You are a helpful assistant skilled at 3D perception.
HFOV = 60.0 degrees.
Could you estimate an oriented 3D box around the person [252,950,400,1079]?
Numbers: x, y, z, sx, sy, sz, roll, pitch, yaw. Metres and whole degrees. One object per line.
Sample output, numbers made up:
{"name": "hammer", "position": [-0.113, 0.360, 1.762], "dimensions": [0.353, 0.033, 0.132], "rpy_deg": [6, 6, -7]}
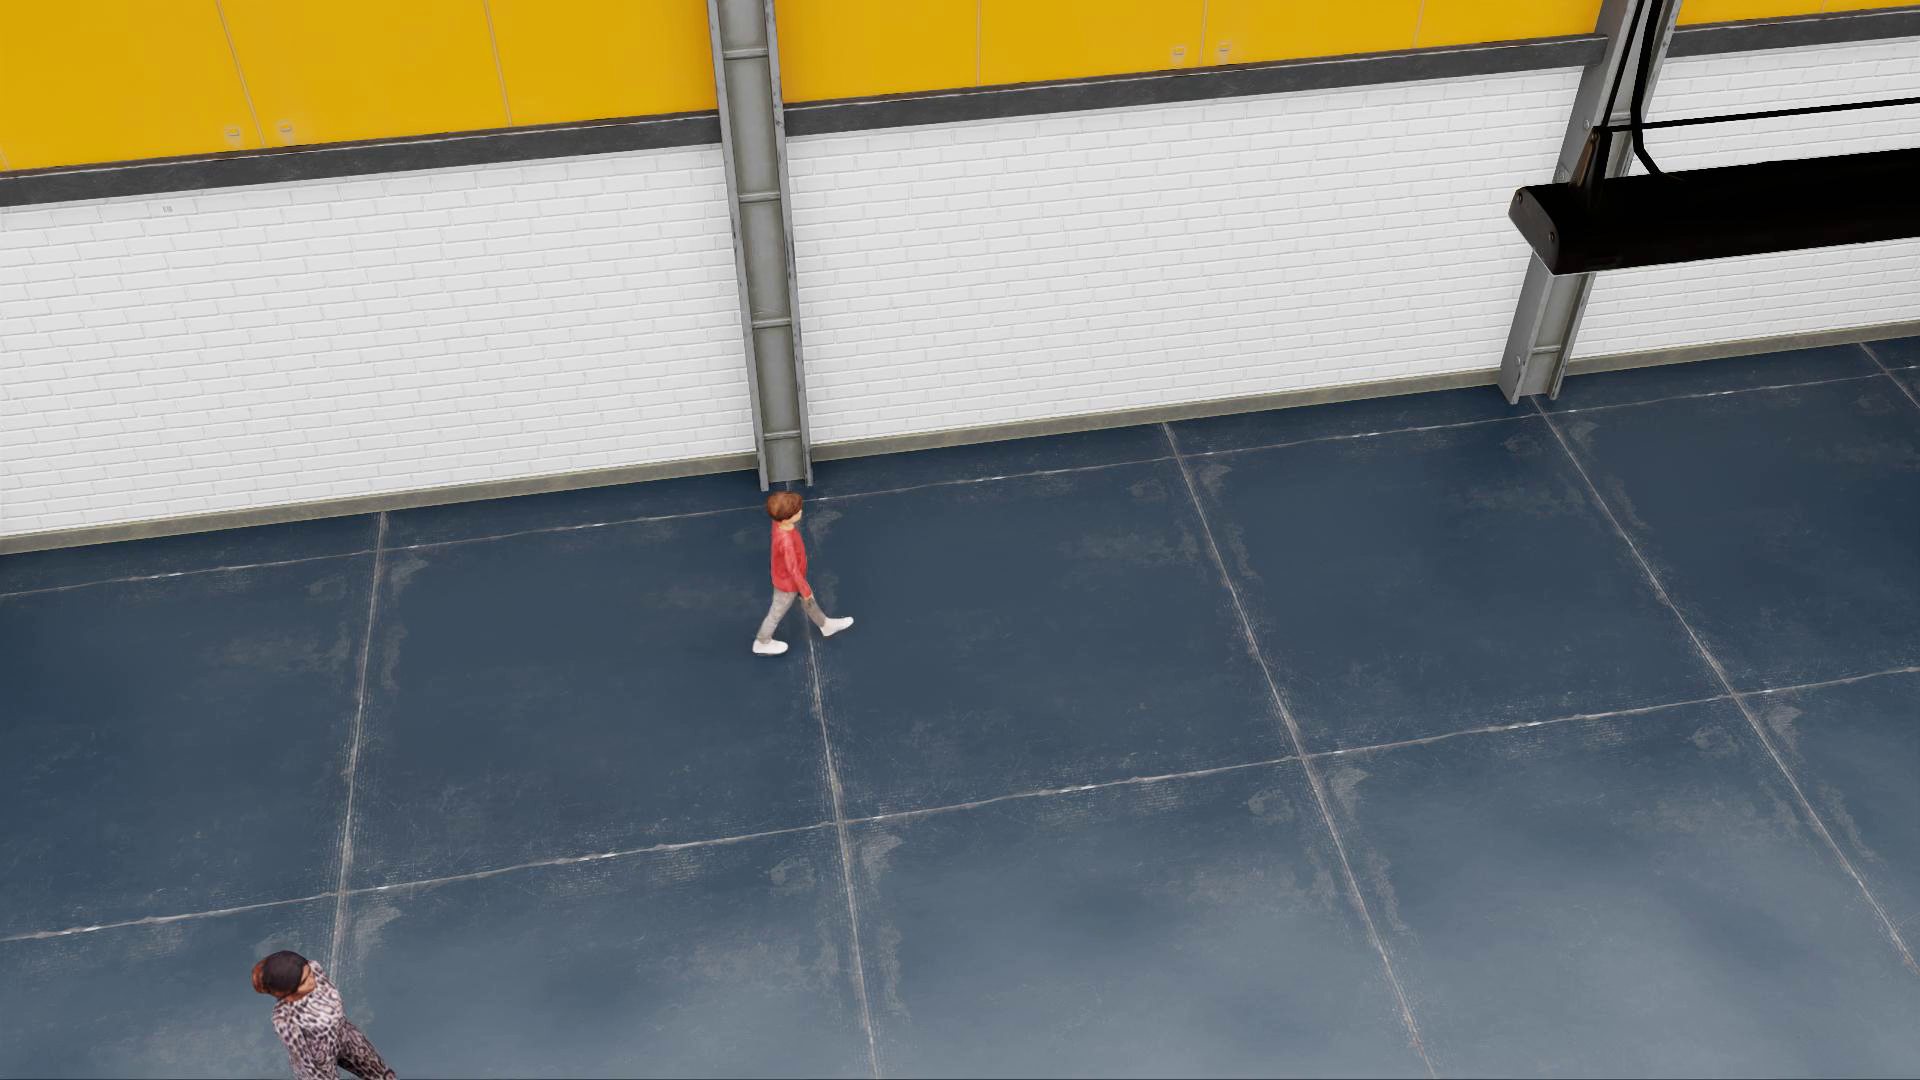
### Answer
{"name": "person", "position": [-3.225, 2.538, 8.267], "dimensions": [1.005, 1.694, 0.819], "rpy_deg": [9, 44, 10]}

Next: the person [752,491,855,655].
{"name": "person", "position": [-1.200, 0.247, 10.898], "dimensions": [0.913, 1.381, 0.528], "rpy_deg": [-7, 44, -7]}
